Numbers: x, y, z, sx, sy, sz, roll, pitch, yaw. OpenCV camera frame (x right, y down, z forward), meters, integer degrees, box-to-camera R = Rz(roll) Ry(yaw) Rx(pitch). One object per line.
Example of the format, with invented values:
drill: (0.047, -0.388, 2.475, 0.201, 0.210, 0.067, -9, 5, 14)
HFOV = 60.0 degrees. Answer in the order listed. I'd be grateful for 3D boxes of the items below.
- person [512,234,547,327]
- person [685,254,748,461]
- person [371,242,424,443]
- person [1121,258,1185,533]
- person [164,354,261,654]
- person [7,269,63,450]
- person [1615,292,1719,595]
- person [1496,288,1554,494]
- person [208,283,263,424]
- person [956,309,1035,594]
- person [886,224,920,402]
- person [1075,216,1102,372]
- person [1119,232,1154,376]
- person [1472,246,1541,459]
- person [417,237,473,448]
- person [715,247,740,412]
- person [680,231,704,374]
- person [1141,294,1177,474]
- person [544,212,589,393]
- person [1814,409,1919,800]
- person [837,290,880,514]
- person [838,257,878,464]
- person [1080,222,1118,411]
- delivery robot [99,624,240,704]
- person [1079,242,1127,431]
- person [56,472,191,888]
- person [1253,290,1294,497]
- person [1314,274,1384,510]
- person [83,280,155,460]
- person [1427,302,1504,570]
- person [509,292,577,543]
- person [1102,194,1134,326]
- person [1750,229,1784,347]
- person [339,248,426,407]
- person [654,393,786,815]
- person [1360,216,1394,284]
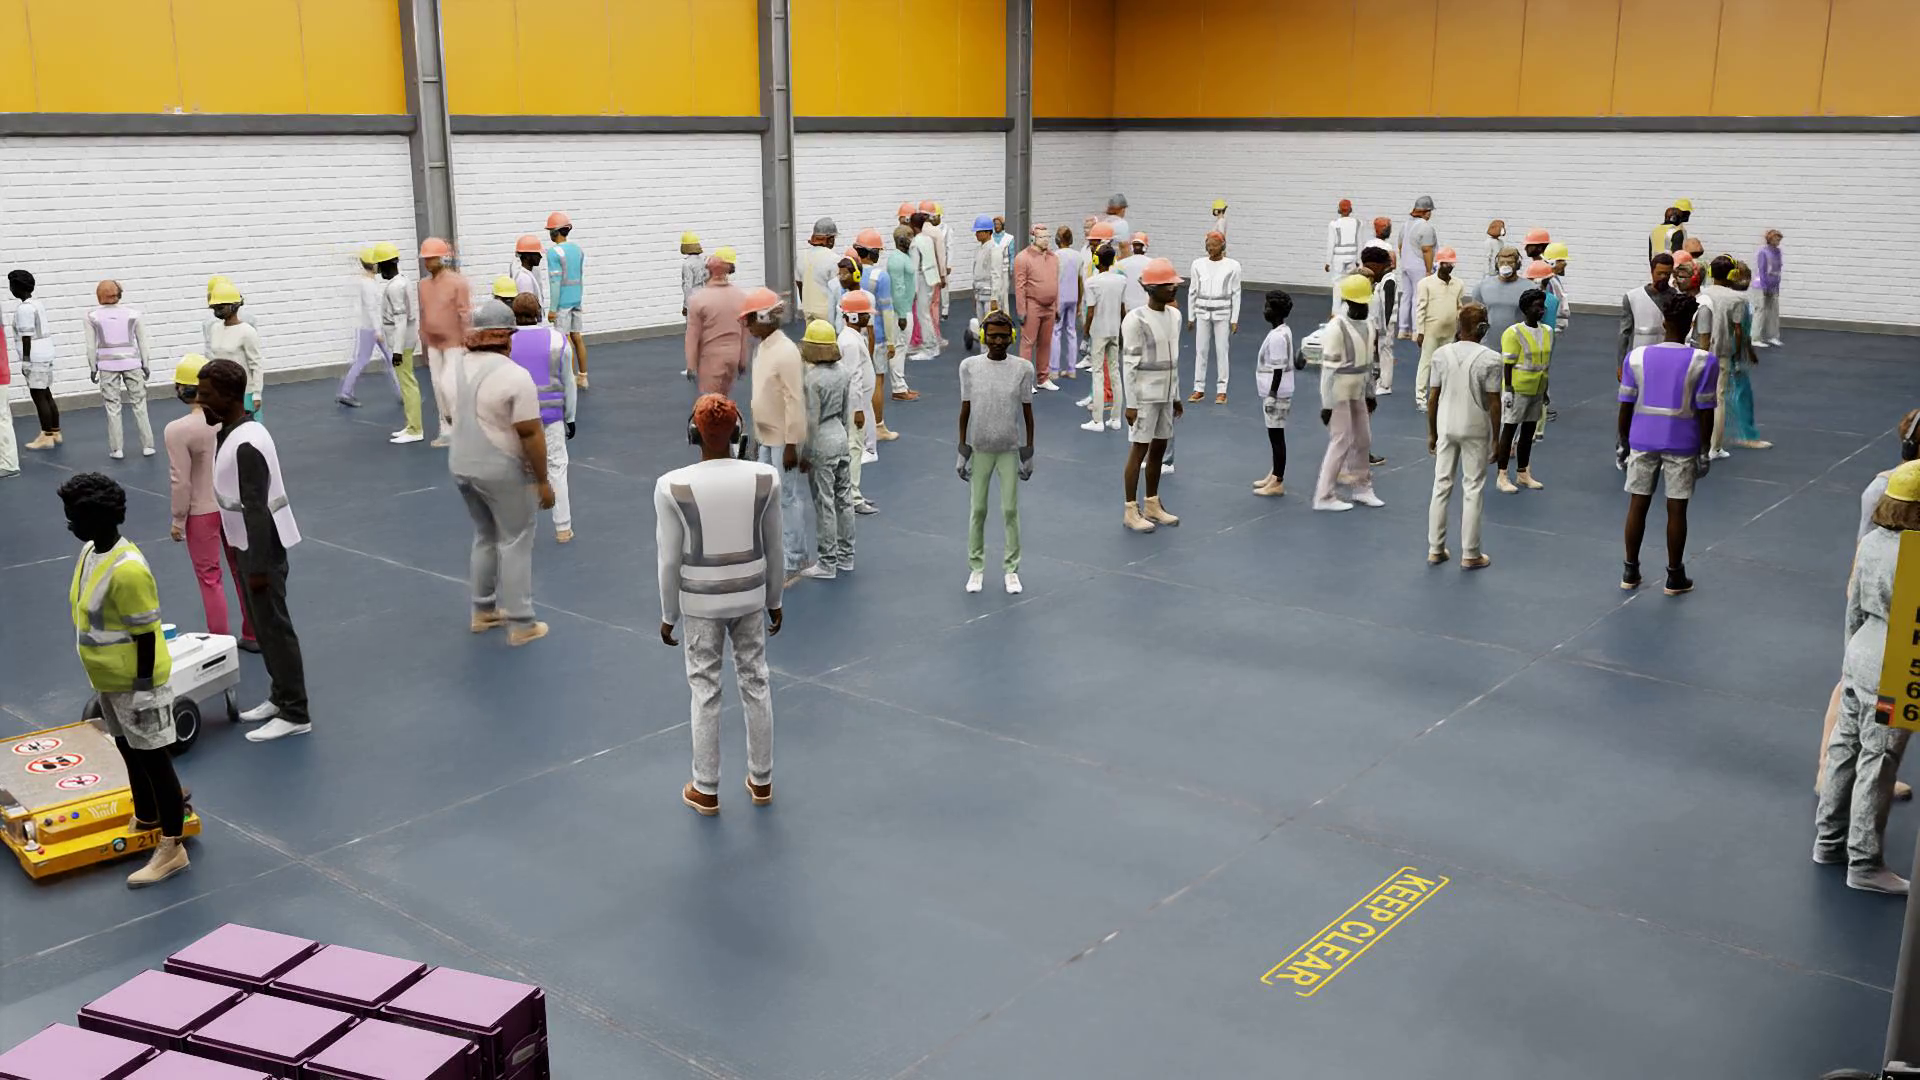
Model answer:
person: (-4.349, -2.126, 16.896, 0.388, 1.930, 0.546, -4, 15, -15)
person: (-2.157, -1.617, 14.964, 0.779, 1.883, 0.650, 13, 19, 43)
person: (-5.397, -1.887, 15.967, 0.391, 1.915, 0.591, -3, 14, -12)
person: (1.471, -1.086, 12.499, 0.371, 2.046, 0.615, 14, 19, 43)
person: (-4.228, -0.169, 9.400, 0.301, 1.772, 0.531, 7, 15, 25)
person: (-8.740, -1.709, 15.727, 0.319, 1.686, 0.539, -4, 15, -15)
person: (4.583, -0.625, 10.820, 0.608, 1.966, 0.374, 11, 18, 37)
person: (4.704, -1.241, 13.830, 0.535, 1.697, 0.318, -8, 16, -29)
person: (-5.879, -1.199, 13.522, 0.523, 1.769, 0.323, 7, 16, 27)
person: (0.230, -0.568, 10.820, 0.508, 1.860, 0.334, 1, 14, 4)
person: (-0.631, -2.513, 18.424, 0.372, 1.940, 0.632, 0, 14, 2)
person: (1.638, -3.037, 20.581, 0.406, 1.906, 0.654, -6, 15, -23)
person: (2.167, -2.852, 20.167, 0.559, 1.745, 0.333, 4, 15, 17)
person: (4.961, -1.716, 15.237, 0.632, 1.939, 0.368, 6, 15, 22)
person: (-4.845, -1.869, 15.750, 0.638, 1.982, 0.523, 7, 16, 25)
person: (-2.490, -2.228, 17.665, 0.341, 1.755, 0.532, -1, 14, -5)
person: (-3.270, -2.898, 20.362, 0.293, 1.742, 0.487, 4, 15, 15)
person: (1.747, -1.393, 14.565, 0.269, 1.632, 0.508, -3, 14, -10)
person: (-4.523, -2.703, 18.970, 0.393, 2.041, 0.613, 5, 15, 20)
person: (4.125, 0.311, 7.369, 0.522, 1.834, 0.362, -8, 16, -29)
person: (-0.810, -1.083, 13.083, 0.325, 1.752, 0.560, -2, 14, -8)
person: (-0.943, -1.616, 15.018, 0.338, 1.857, 0.525, -10, 17, -36)
person: (1.517, -2.387, 17.803, 0.381, 1.994, 0.622, -2, 14, -8)
delivery robot: (-3.962, 0.664, 8.342, 0.477, 0.478, 0.707, 3, 15, 14)
person: (1.427, -2.019, 16.586, 0.519, 1.874, 0.327, -8, 16, -28)
person: (-3.347, 0.553, 6.671, 0.322, 1.692, 0.533, -13, 19, -42)
person: (2.588, -1.206, 13.691, 0.317, 1.696, 0.539, 3, 14, 12)
person: (3.080, -1.152, 13.108, 0.432, 1.887, 0.689, 12, 19, 40)
person: (-7.680, -1.552, 15.196, 0.515, 1.636, 0.315, -8, 16, -30)
person: (3.461, -0.709, 11.414, 0.513, 1.839, 0.335, 11, 18, 37)
person: (-3.103, -0.877, 12.083, 0.631, 1.842, 0.428, -4, 15, -17)
person: (2.275, -4.160, 24.796, 0.854, 2.000, 0.687, -6, 15, -22)
person: (11.127, -3.459, 22.864, 0.562, 1.615, 0.380, -9, 17, -32)
person: (-6.344, -2.290, 17.974, 0.897, 1.723, 0.538, -1, 14, -4)
person: (-1.049, 0.288, 7.346, 0.575, 1.883, 0.355, -6, 15, -24)
person: (5.265, -3.130, 21.000, 0.337, 1.882, 0.584, -6, 15, -21)
